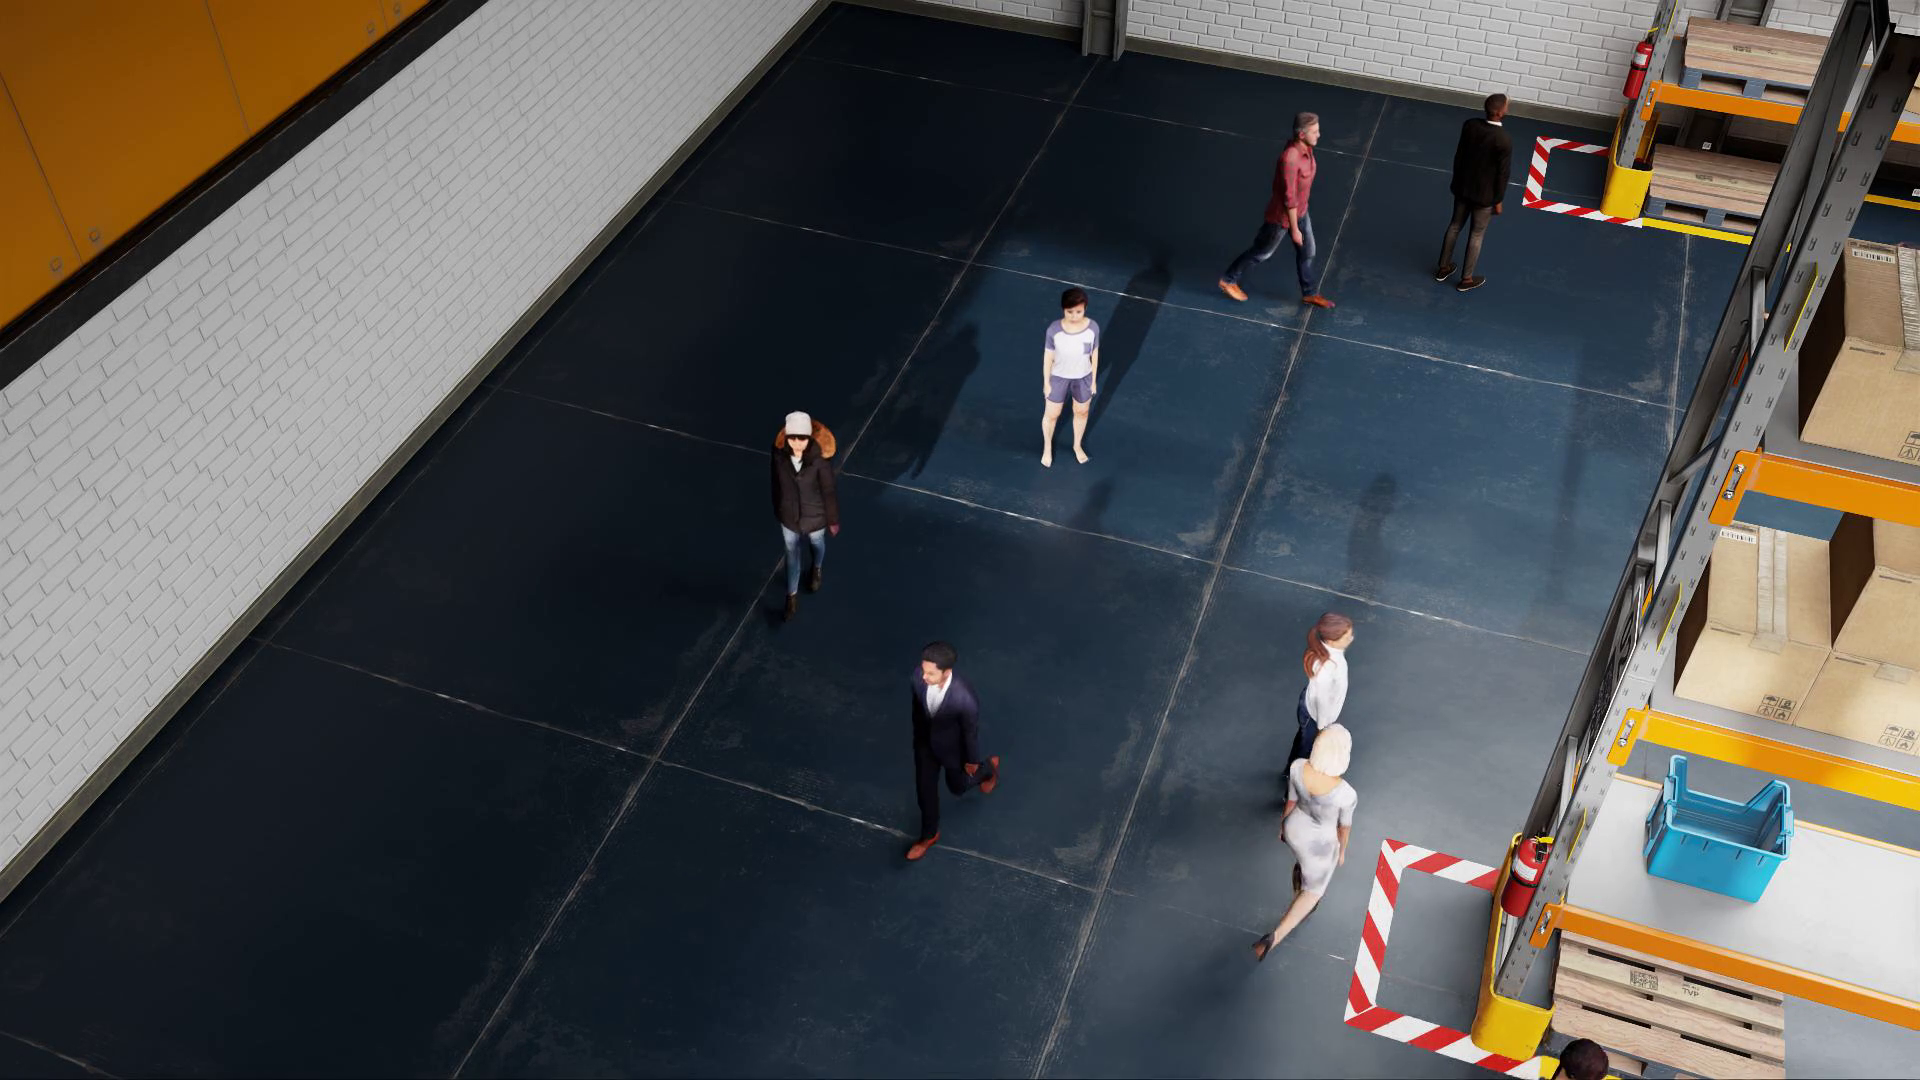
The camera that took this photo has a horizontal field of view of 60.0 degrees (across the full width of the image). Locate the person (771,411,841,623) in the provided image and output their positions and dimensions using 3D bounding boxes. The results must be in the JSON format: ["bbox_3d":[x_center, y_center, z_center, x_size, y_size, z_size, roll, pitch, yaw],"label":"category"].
[{"bbox_3d":[-1.043,-0.269,11.322,0.878,1.616,0.824,5,44,6],"label":"person"}]

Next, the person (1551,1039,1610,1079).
[{"bbox_3d":[2.812,2.857,8.104,1.052,1.530,0.802,33,53,30],"label":"person"}]

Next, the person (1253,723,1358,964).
[{"bbox_3d":[1.895,1.707,9.168,0.895,1.728,0.974,-32,52,-29],"label":"person"}]

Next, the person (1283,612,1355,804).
[{"bbox_3d":[2.151,1.008,10.025,0.560,1.558,0.554,8,44,9],"label":"person"}]

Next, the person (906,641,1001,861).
[{"bbox_3d":[-0.024,1.158,9.769,1.067,1.694,0.916,27,50,26],"label":"person"}]

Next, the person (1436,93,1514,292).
[{"bbox_3d":[4.344,-2.933,13.986,0.803,1.799,0.682,-30,51,-28],"label":"person"}]

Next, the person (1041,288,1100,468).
[{"bbox_3d":[0.823,-1.224,12.362,0.597,1.565,0.706,-5,44,-5],"label":"person"}]

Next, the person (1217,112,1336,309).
[{"bbox_3d":[2.598,-2.693,13.747,1.271,1.782,0.820,20,47,20],"label":"person"}]
